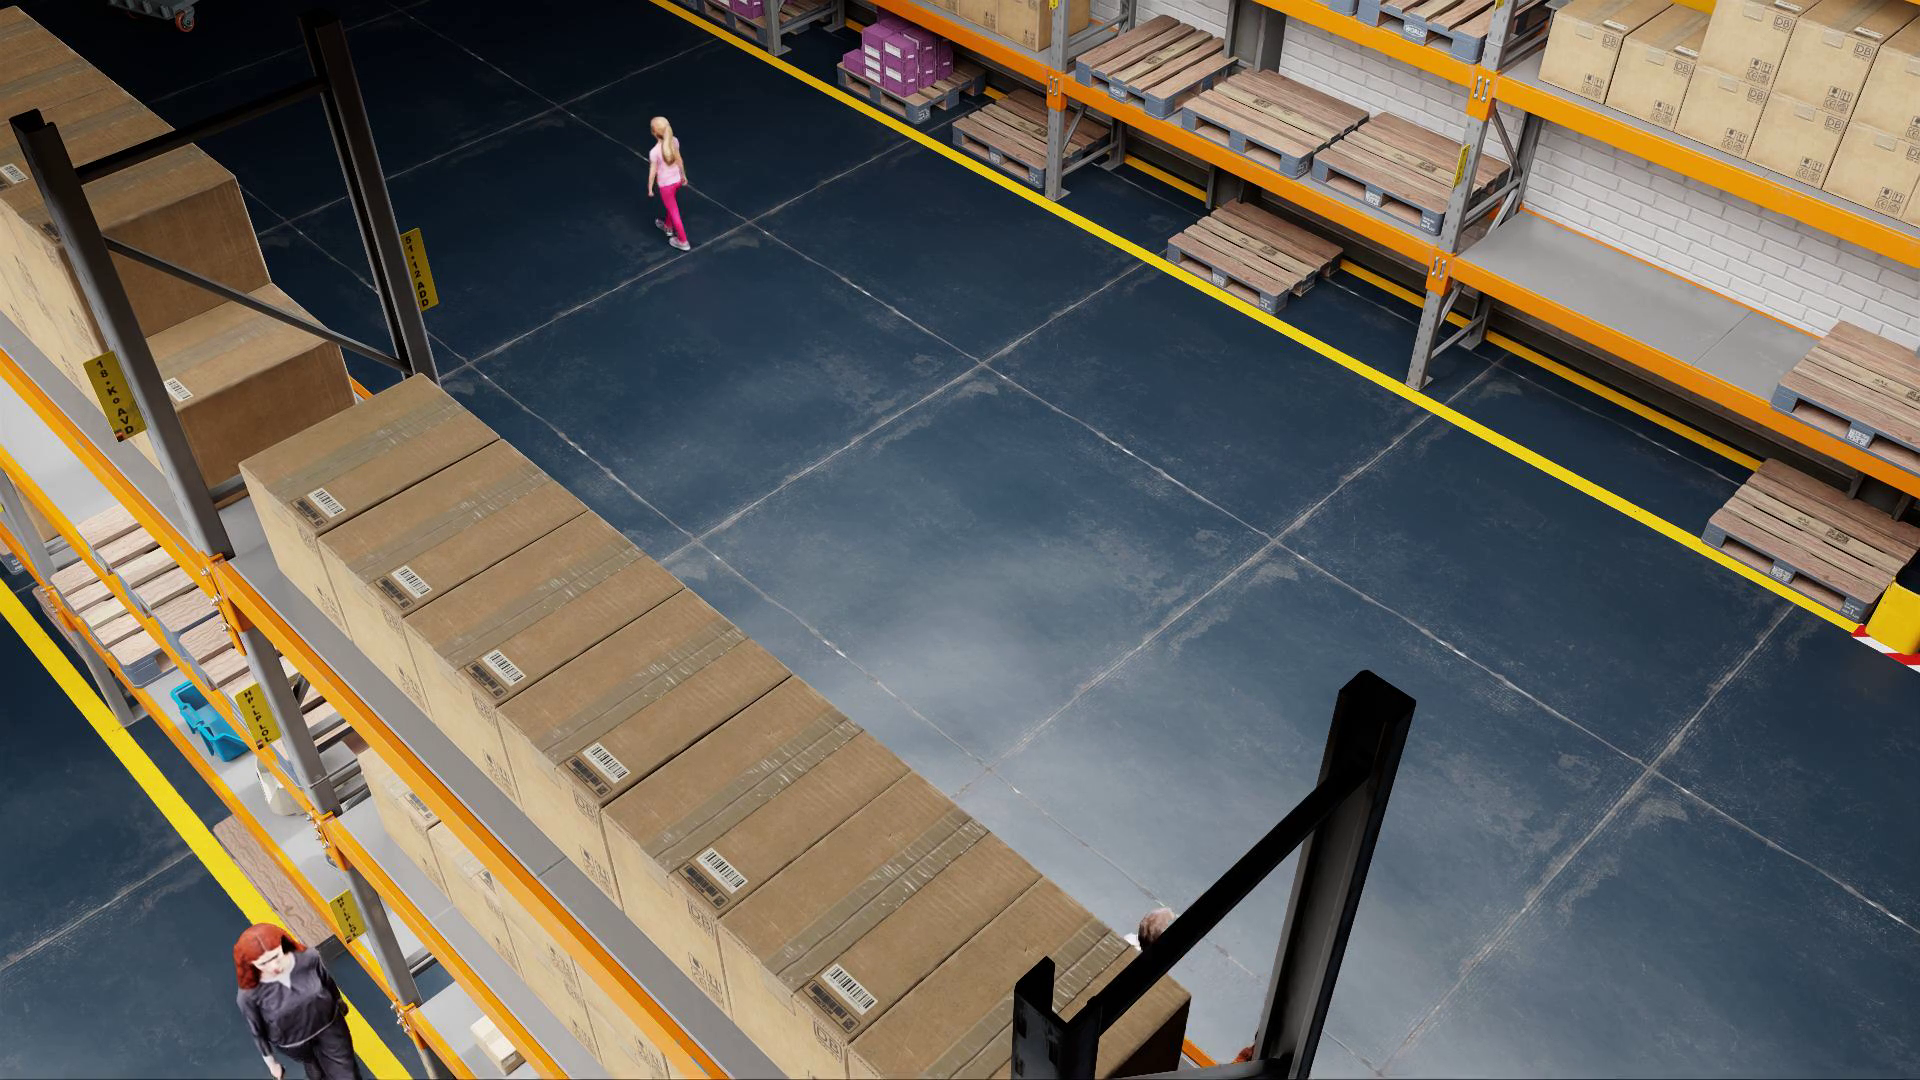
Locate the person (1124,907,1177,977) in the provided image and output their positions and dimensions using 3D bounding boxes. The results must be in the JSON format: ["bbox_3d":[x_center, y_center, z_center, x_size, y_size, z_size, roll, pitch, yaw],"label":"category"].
[{"bbox_3d":[0.808,2.459,8.313,0.941,1.807,0.836,-8,44,-8],"label":"person"}]

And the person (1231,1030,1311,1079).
[{"bbox_3d":[1.382,2.724,8.025,0.715,1.820,0.745,-11,45,-11],"label":"person"}]

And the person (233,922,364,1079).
[{"bbox_3d":[-3.343,2.425,8.401,0.714,1.734,1.205,-28,50,-26],"label":"person"}]

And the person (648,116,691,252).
[{"bbox_3d":[-2.506,-3.109,14.555,0.755,1.258,0.570,27,50,25],"label":"person"}]
